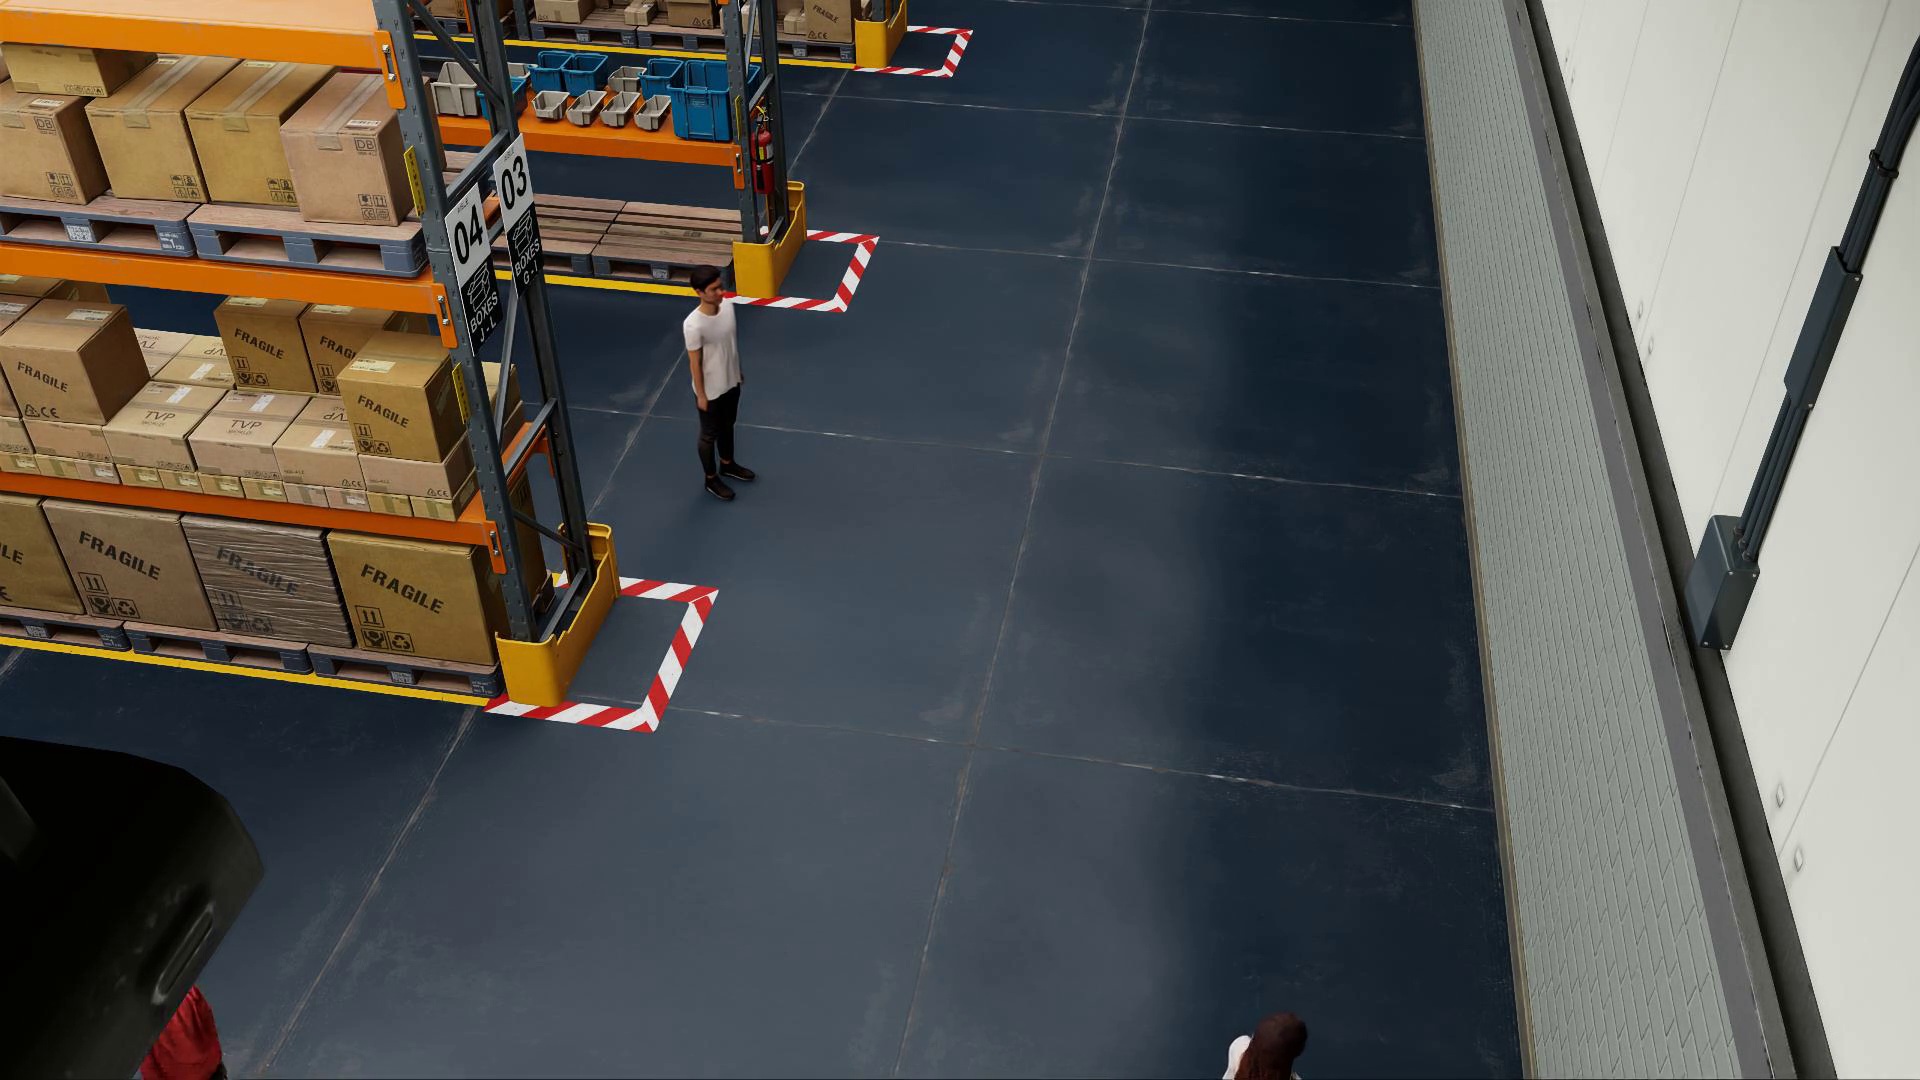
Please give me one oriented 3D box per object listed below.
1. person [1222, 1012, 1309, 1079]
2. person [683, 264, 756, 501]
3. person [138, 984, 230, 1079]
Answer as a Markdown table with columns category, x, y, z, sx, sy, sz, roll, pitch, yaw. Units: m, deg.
| category | x | y | z | sx | sy | sz | roll | pitch | yaw |
| --- | --- | --- | --- | --- | --- | --- | --- | --- | --- |
| person | 1.218 | 2.468 | 6.749 | 0.742 | 1.689 | 0.679 | -24 | 44 | -28 |
| person | -1.657 | -1.098 | 11.279 | 0.645 | 1.722 | 0.688 | 19 | 42 | 22 |
| person | -3.291 | 2.311 | 7.182 | 0.818 | 1.402 | 0.689 | 21 | 42 | 24 |
